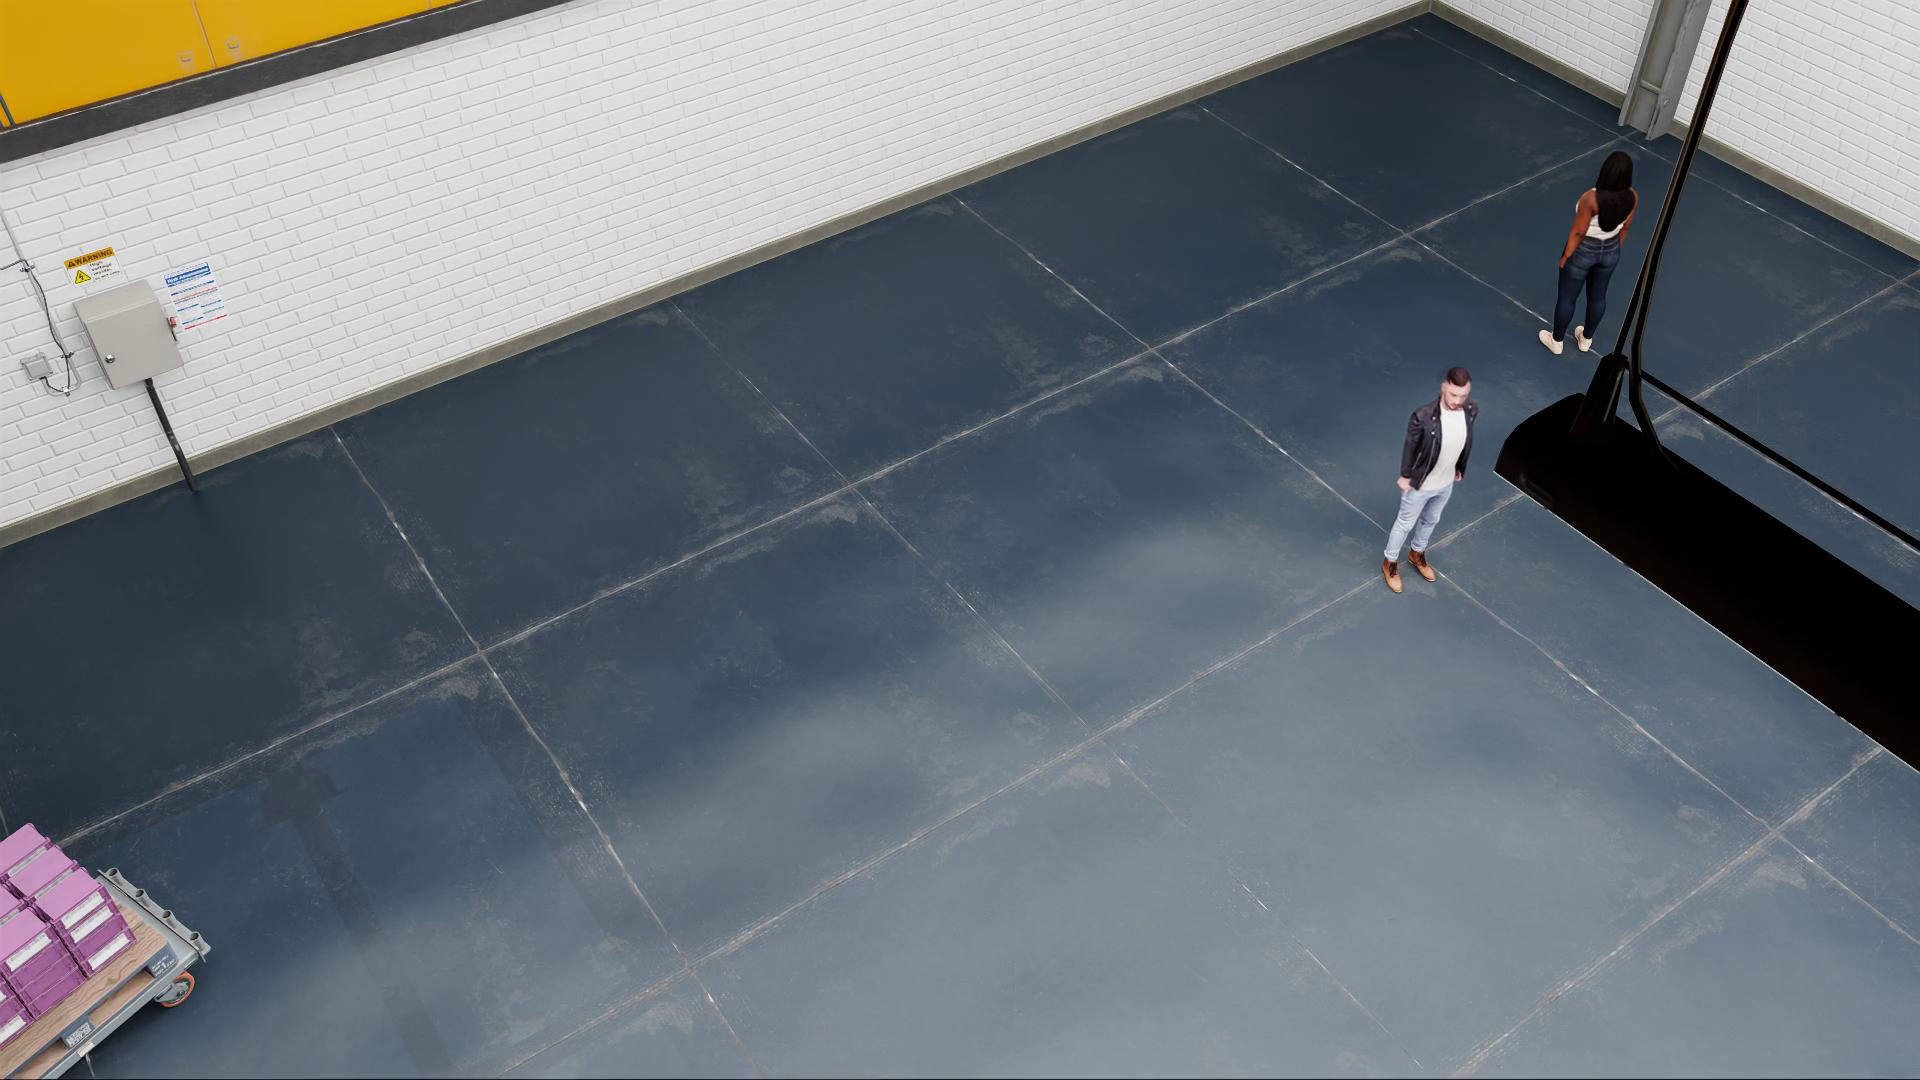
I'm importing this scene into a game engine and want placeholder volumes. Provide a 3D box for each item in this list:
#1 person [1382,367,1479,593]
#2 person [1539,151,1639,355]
[{"bbox_3d":[3.200,-0.440,11.310,0.707,1.835,0.625,-15,46,-15],"label":"person"},{"bbox_3d":[5.046,-2.273,13.252,0.741,1.809,0.765,-3,44,-3],"label":"person"}]
